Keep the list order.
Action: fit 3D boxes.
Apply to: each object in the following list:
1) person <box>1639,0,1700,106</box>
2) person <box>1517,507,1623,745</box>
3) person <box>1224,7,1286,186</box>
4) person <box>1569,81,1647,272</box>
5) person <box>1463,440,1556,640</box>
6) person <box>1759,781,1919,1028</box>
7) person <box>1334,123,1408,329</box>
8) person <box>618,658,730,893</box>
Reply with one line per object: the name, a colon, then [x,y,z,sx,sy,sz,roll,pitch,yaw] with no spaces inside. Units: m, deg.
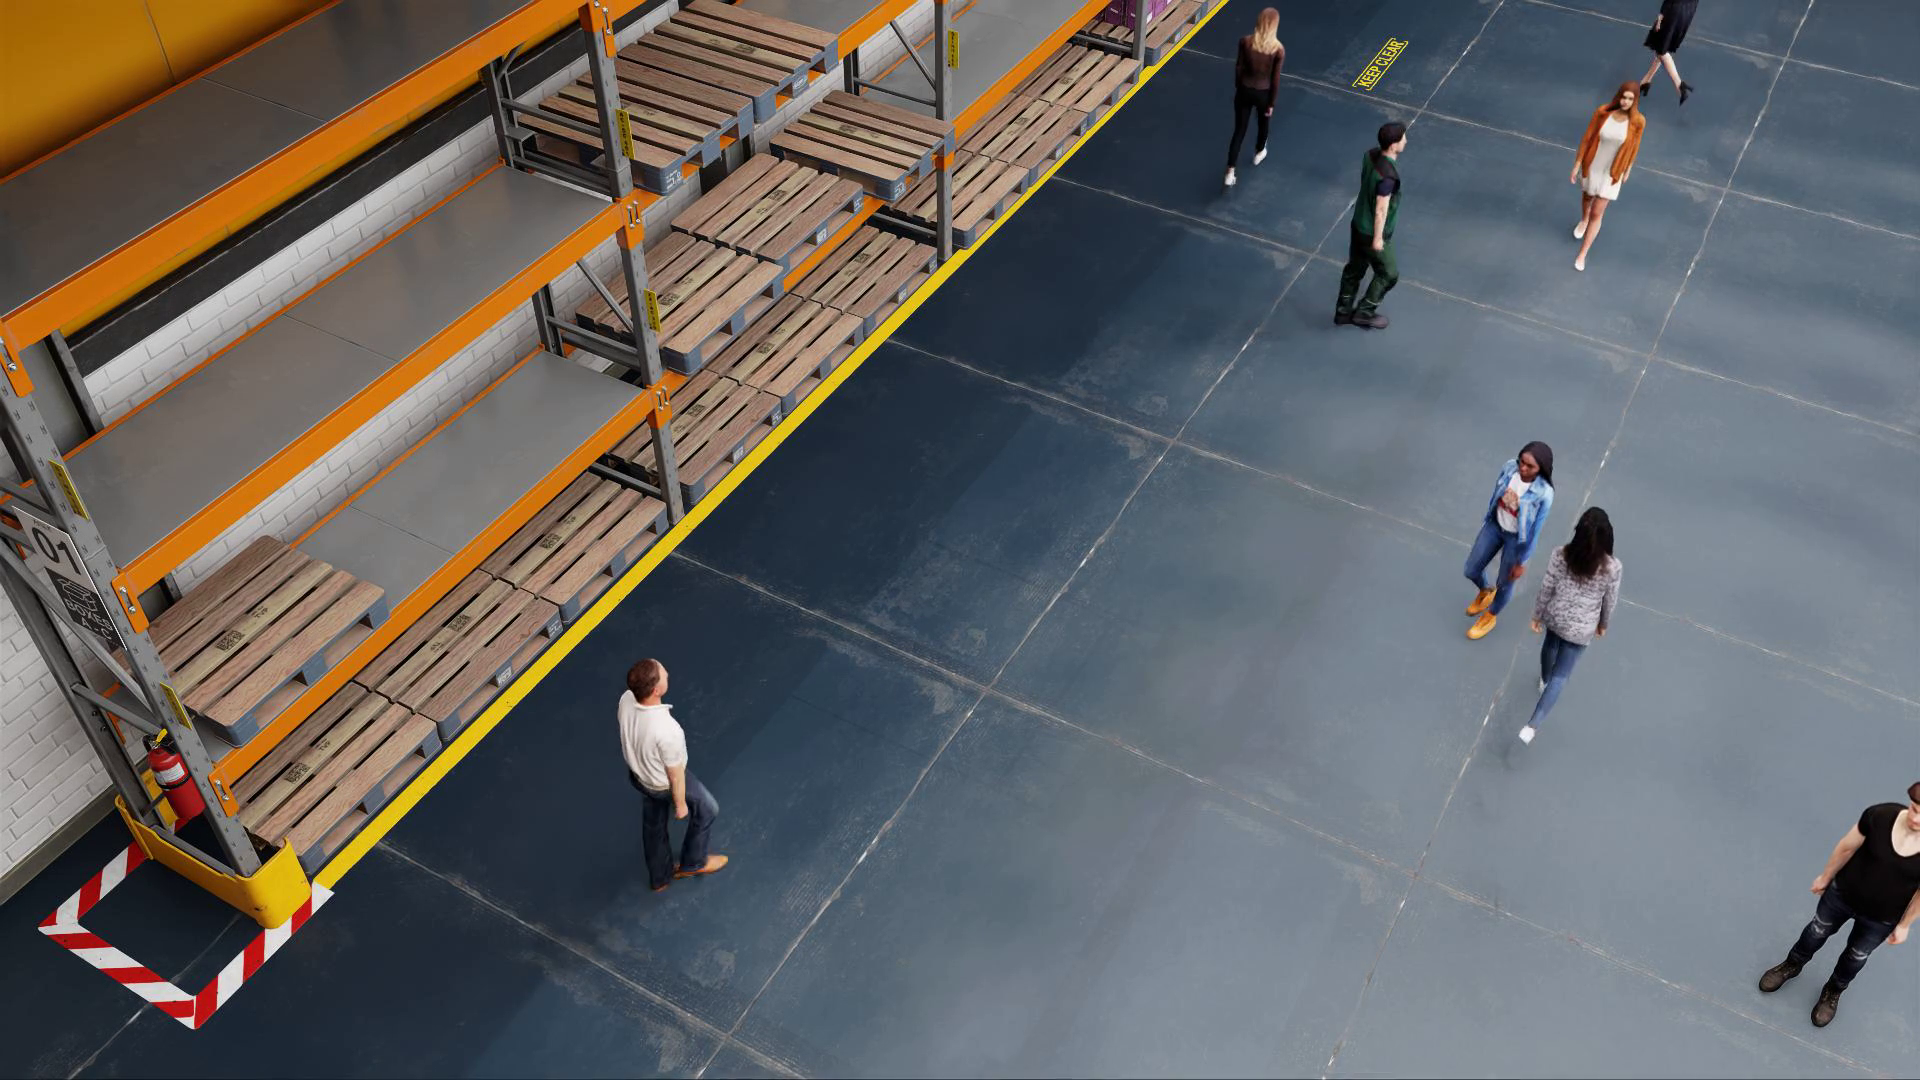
person: [7.100,-5.080,16.390,1.004,1.725,1.003,-16,46,-16]
person: [3.808,0.567,10.482,0.645,1.697,1.134,25,49,24]
person: [2.681,-4.056,15.358,0.715,1.666,1.146,15,46,16]
person: [5.619,-3.277,14.535,0.598,1.674,1.093,22,48,21]
person: [3.726,-0.022,11.098,0.771,1.700,0.734,-26,49,-25]
person: [4.878,1.910,8.928,0.724,1.897,0.669,34,53,31]
person: [3.296,-2.548,13.610,0.899,1.893,0.821,-5,44,-5]
person: [-1.785,1.416,9.487,0.812,1.841,0.774,-32,52,-29]
